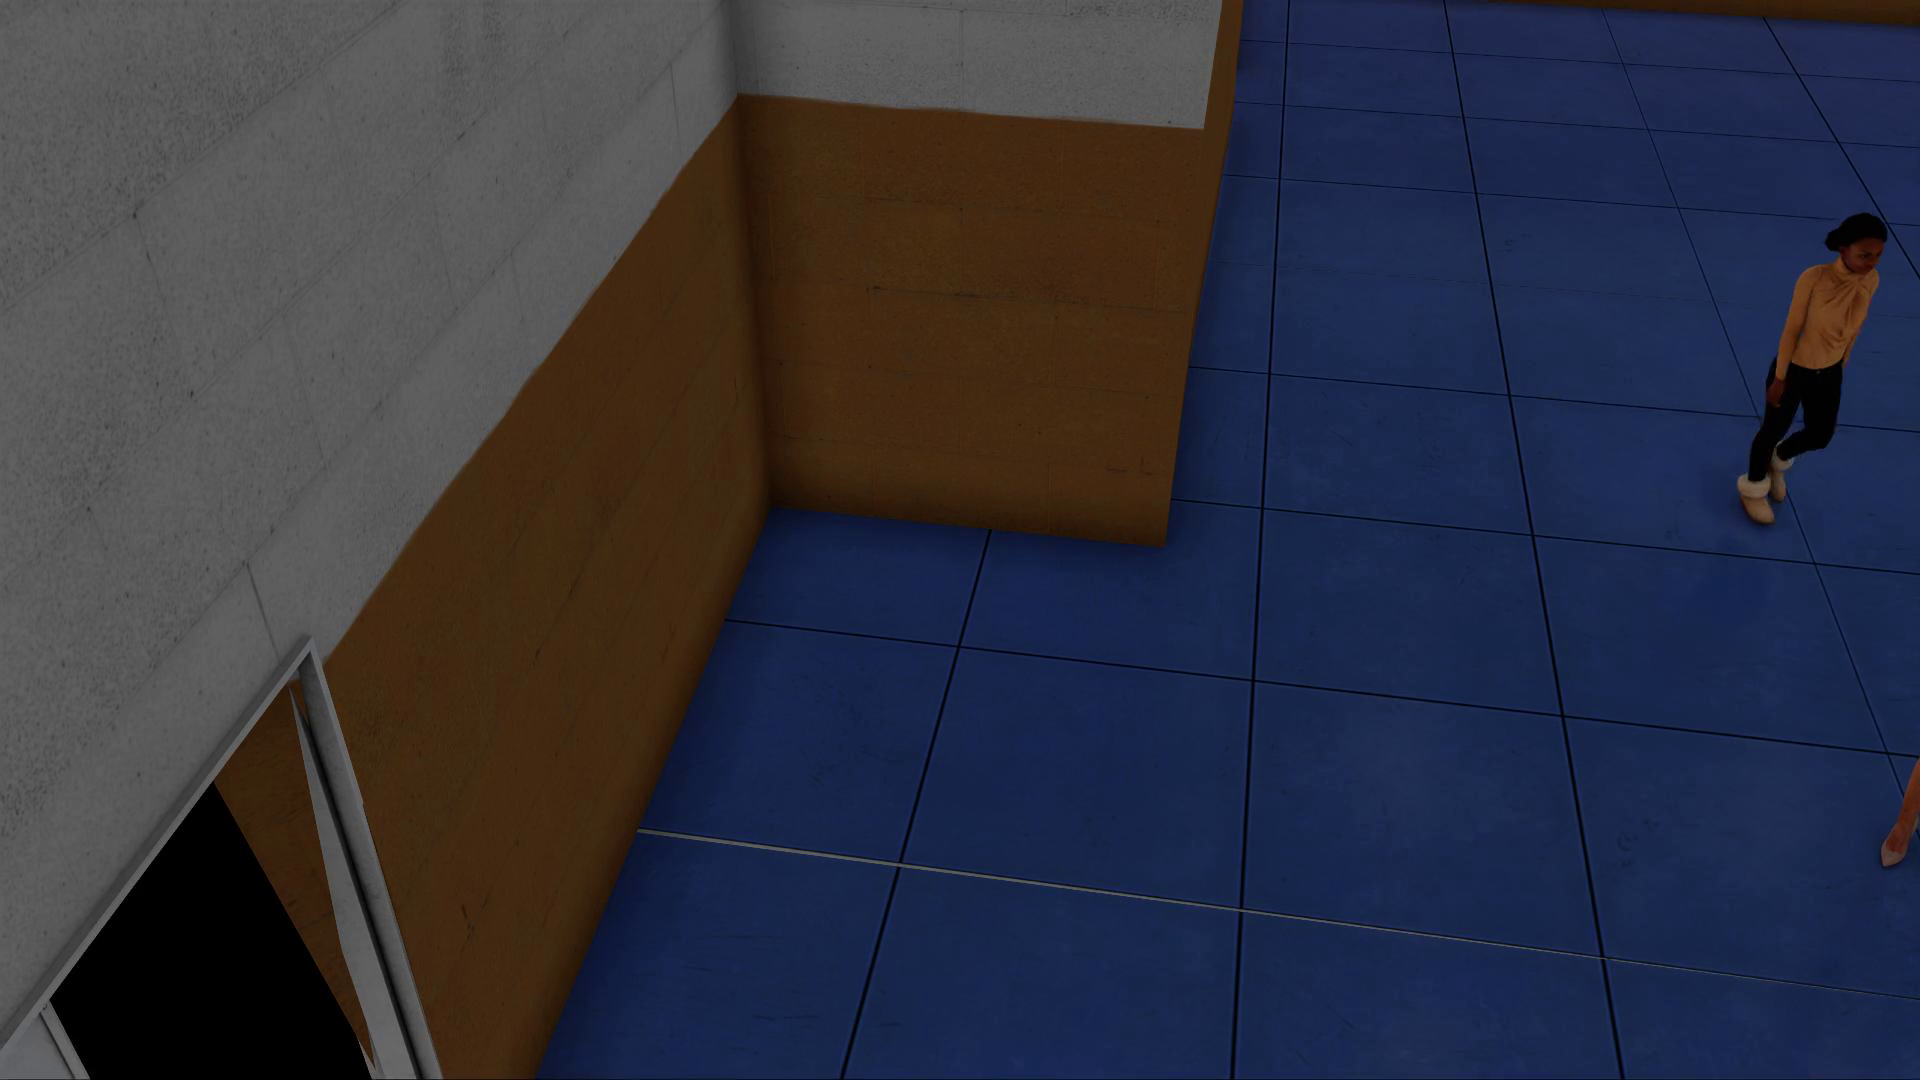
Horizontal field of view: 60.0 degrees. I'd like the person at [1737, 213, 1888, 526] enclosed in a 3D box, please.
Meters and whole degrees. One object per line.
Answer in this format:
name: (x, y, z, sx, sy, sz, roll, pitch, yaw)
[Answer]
person: (4.044, -0.862, 8.026, 0.635, 1.650, 0.713, -2, 37, -3)
